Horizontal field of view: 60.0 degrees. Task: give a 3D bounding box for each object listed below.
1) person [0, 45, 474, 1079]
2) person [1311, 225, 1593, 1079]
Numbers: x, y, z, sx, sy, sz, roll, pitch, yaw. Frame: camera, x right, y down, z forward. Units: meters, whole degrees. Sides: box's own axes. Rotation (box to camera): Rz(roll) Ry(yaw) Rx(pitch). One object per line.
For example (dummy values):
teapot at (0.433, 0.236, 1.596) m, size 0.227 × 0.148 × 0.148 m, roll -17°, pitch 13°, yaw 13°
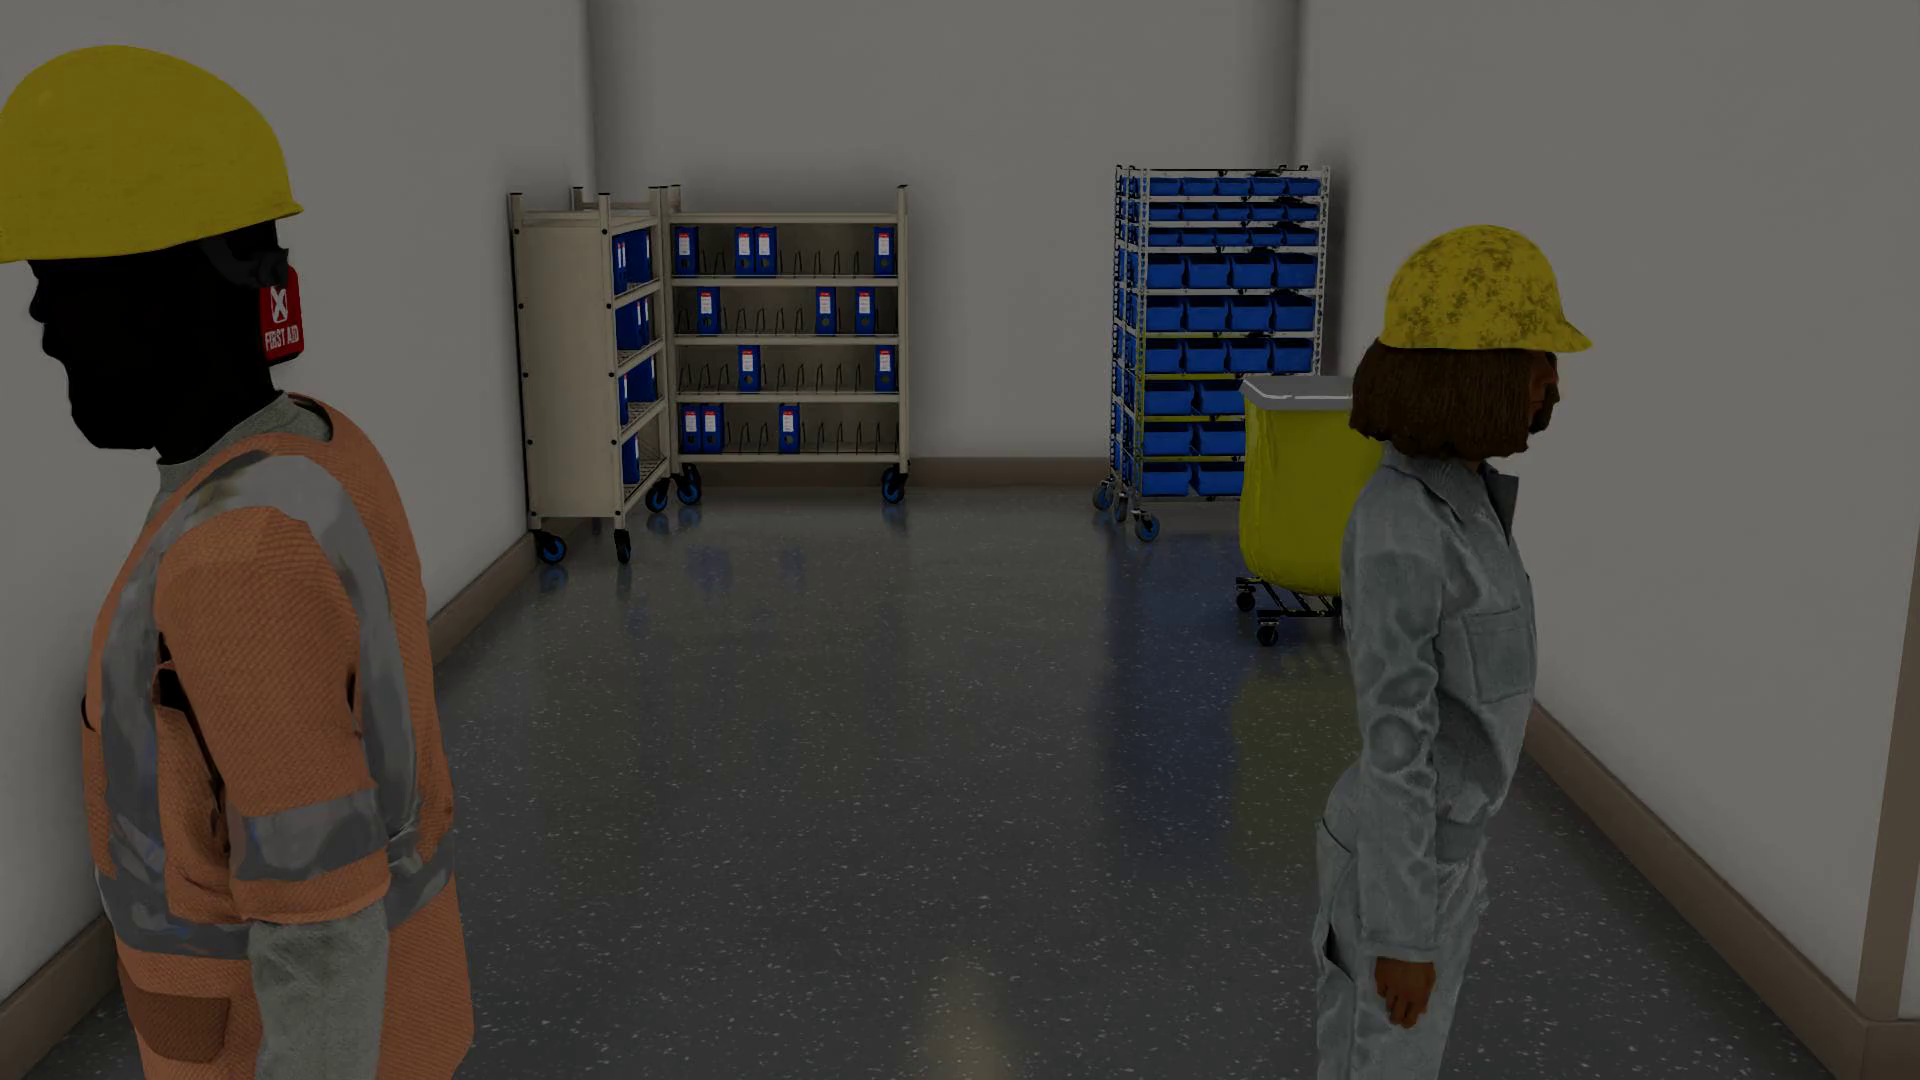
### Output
person at (-0.682, 0.509, 1.654) m, size 0.383 × 1.922 × 0.593 m, roll -5°, pitch 14°, yaw -19°
person at (0.639, 0.461, 2.282) m, size 0.365 × 1.747 × 0.489 m, roll 6°, pitch 14°, yaw 22°
